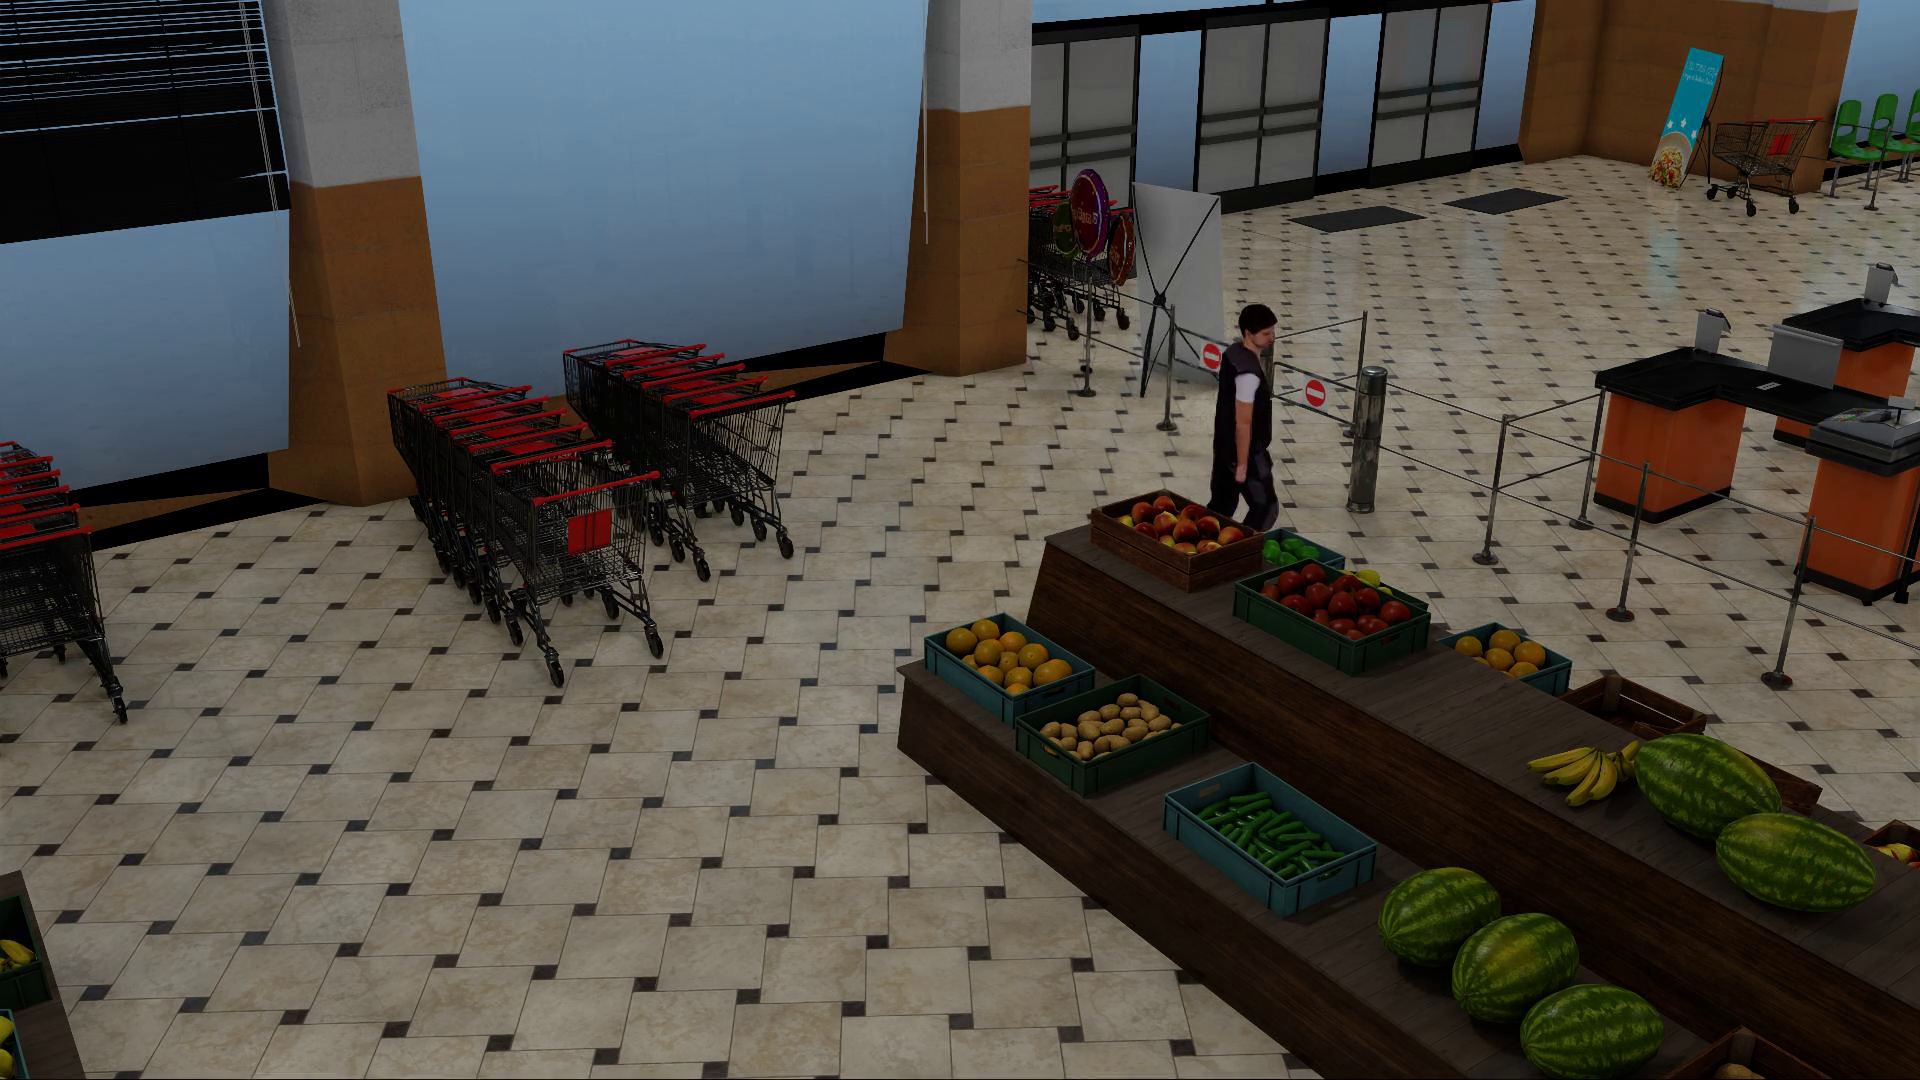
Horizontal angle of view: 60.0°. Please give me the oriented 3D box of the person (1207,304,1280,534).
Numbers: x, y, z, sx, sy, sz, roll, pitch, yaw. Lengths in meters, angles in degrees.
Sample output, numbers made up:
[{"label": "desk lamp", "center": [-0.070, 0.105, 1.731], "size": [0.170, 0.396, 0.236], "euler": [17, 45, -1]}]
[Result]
[{"label": "person", "center": [1.603, -0.550, 10.080], "size": [0.873, 1.819, 0.768], "euler": [-5, 24, -12]}]
